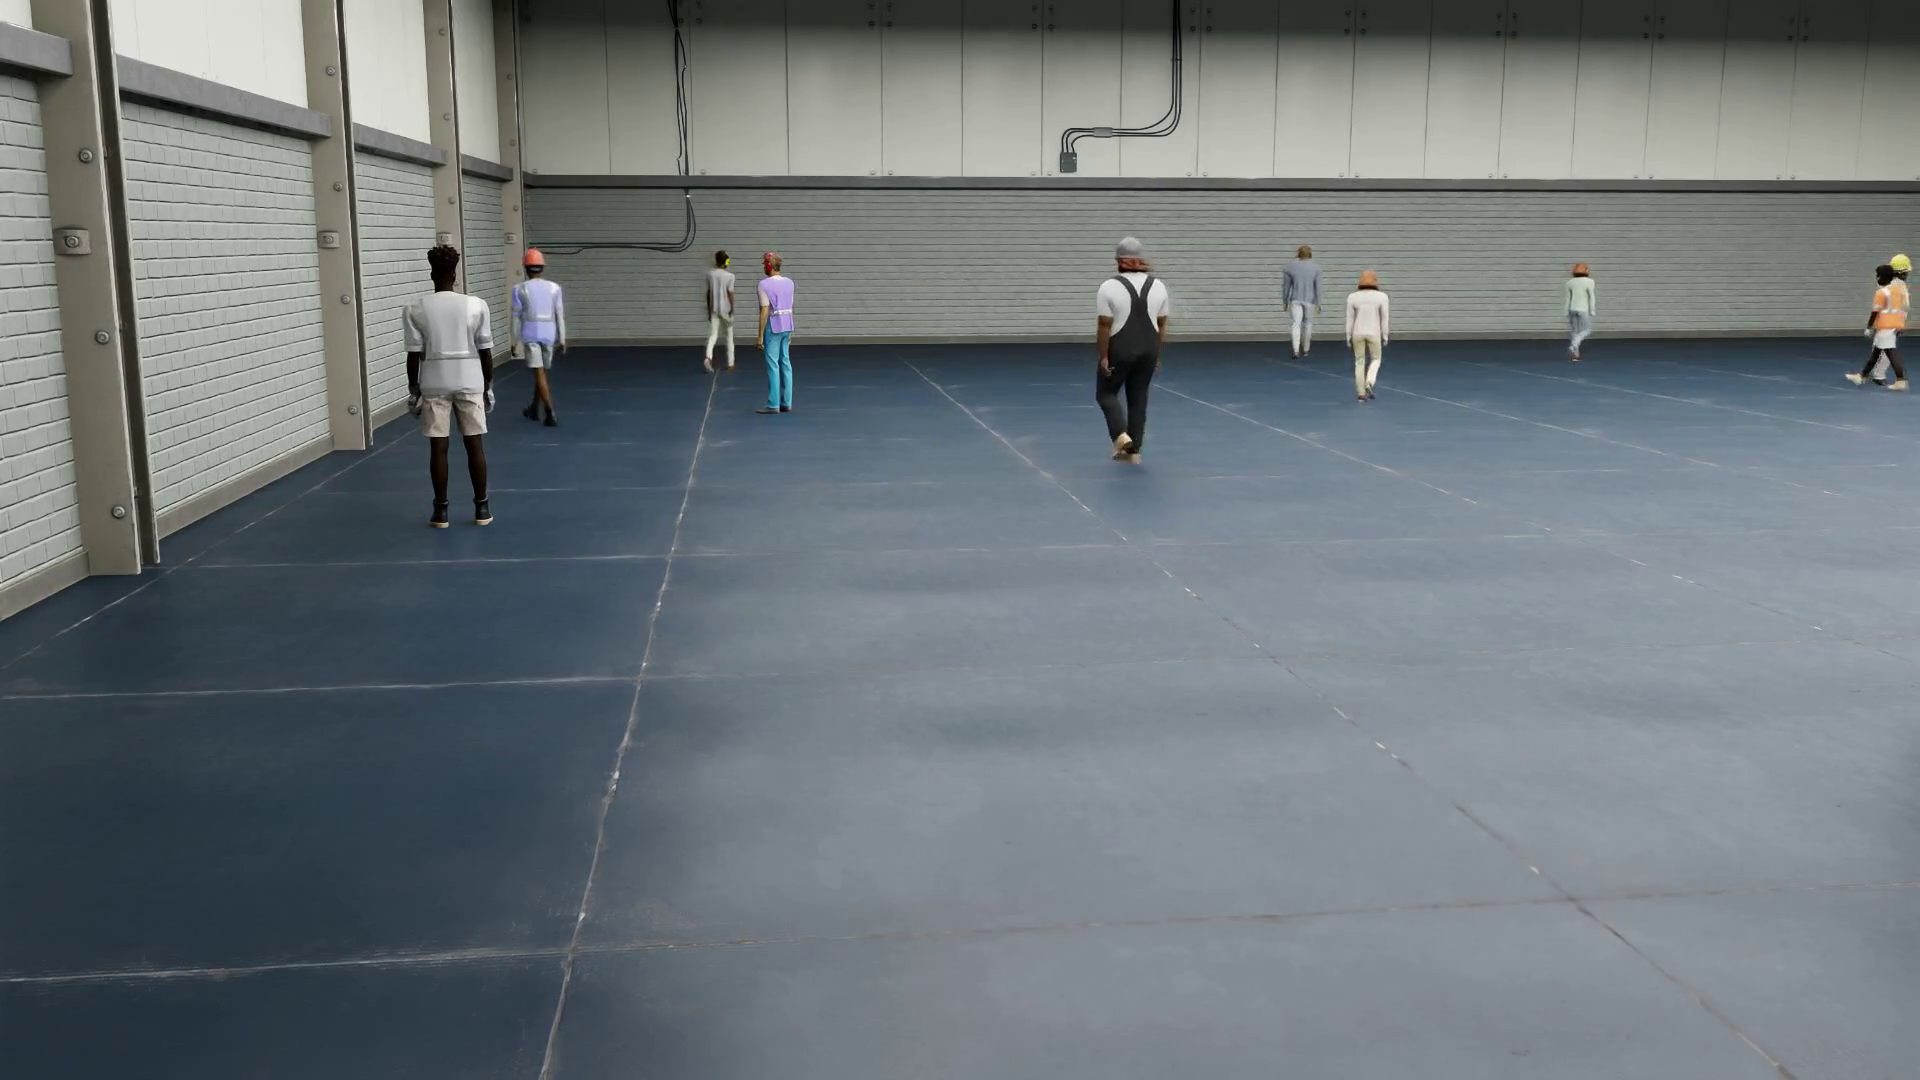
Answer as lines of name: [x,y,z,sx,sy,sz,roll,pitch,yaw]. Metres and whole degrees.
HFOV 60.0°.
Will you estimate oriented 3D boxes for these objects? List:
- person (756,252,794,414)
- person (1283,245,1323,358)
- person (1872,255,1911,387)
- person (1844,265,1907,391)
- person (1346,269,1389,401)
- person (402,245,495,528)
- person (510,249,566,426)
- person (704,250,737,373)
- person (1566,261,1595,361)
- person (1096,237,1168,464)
person: [-2.109,-2.365,19.061,0.389,1.850,0.566,6,12,32]
person: [5.739,-3.987,27.883,0.645,1.886,1.062,2,11,13]
person: [12.671,-2.975,22.607,0.408,1.788,0.728,7,12,33]
person: [12.202,-2.811,22.044,0.542,1.636,0.901,-7,13,-35]
person: [5.001,-2.510,20.455,0.517,1.621,0.361,4,11,20]
person: [-3.554,-1.065,11.611,0.602,1.967,0.366,-4,11,-21]
person: [-4.584,-2.192,18.014,0.558,1.886,1.023,-7,13,-35]
person: [-3.612,-3.414,24.863,0.519,1.841,0.887,3,11,14]
person: [10.080,-3.721,27.094,0.465,1.619,0.524,-8,13,-37]
person: [1.493,-1.688,14.825,0.692,2.000,0.541,-3,11,-18]
